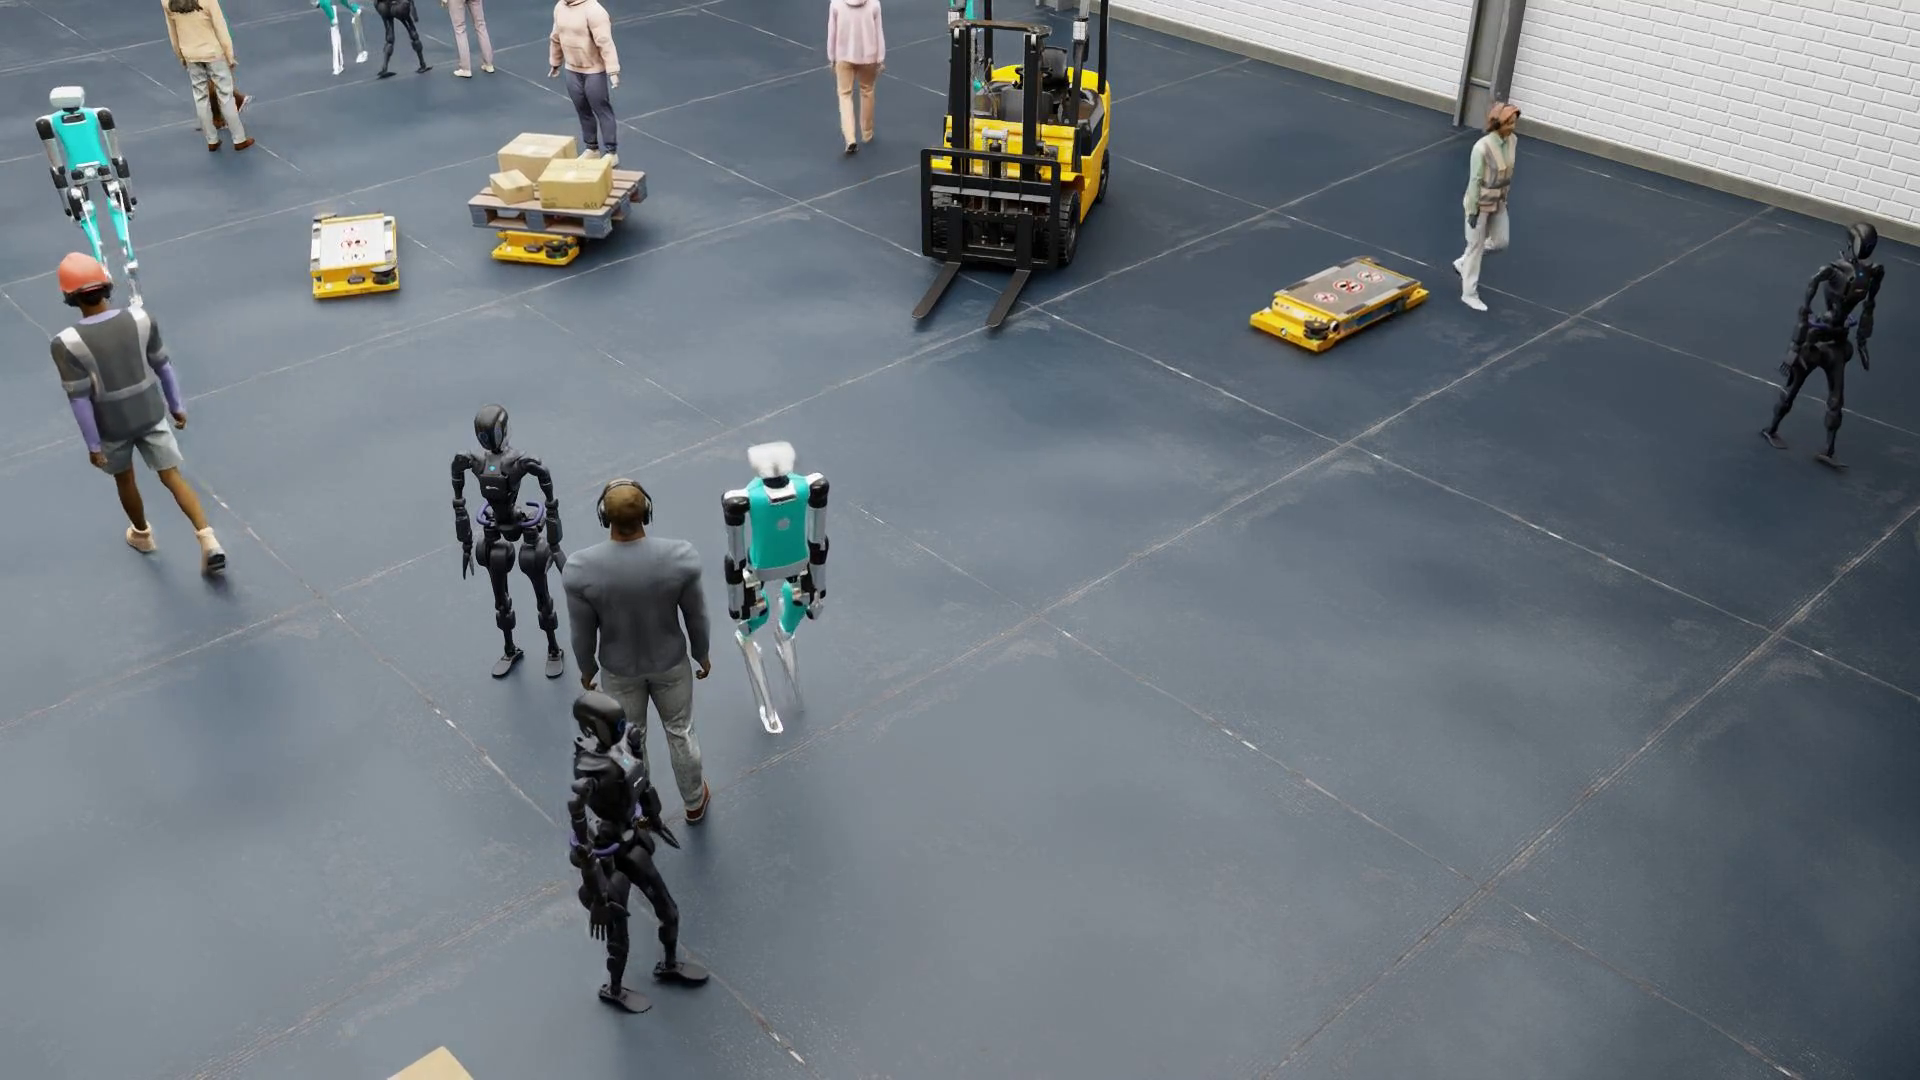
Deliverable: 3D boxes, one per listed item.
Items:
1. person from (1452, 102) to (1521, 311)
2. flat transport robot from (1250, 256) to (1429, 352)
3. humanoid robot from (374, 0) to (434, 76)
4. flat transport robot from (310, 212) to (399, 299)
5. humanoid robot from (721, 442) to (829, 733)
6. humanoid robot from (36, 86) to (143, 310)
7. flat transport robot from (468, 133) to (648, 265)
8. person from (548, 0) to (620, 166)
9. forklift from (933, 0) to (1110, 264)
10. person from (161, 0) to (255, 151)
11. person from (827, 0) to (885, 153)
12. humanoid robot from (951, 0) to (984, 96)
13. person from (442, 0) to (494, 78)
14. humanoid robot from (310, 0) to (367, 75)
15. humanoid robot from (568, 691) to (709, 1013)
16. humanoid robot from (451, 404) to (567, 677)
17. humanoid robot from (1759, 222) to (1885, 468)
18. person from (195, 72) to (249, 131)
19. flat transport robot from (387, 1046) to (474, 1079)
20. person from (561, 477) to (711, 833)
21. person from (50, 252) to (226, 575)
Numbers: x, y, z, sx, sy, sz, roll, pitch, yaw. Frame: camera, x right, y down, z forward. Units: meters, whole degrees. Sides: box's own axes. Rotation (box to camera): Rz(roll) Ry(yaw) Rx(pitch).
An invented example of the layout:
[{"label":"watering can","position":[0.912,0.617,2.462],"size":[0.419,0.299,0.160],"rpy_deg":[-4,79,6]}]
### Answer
[{"label":"person","position":[4.078,-2.599,12.919],"size":[0.528,1.628,0.406],"rpy_deg":[-23,40,-31]},{"label":"flat transport robot","position":[2.991,-1.864,13.038],"size":[1.431,0.231,0.659],"rpy_deg":[-26,41,-34]},{"label":"humanoid robot","position":[-6.095,-5.827,17.867],"size":[0.616,1.640,0.611],"rpy_deg":[17,37,24]},{"label":"flat transport robot","position":[-5.043,-2.402,13.865],"size":[0.659,0.231,1.431],"rpy_deg":[-9,34,-14]},{"label":"humanoid robot","position":[-0.983,0.237,8.505],"size":[0.542,1.836,0.674],"rpy_deg":[-14,36,-21]},{"label":"humanoid robot","position":[-6.540,-2.494,12.667],"size":[0.537,1.801,0.668],"rpy_deg":[-15,36,-22]},{"label":"flat transport robot","position":[-3.436,-2.752,14.403],"size":[0.659,0.231,1.431],"rpy_deg":[7,34,11]},{"label":"person","position":[-3.476,-4.401,15.487],"size":[0.820,1.855,0.434],"rpy_deg":[17,37,25]},{"label":"forklift","position":[0.570,-3.725,14.138],"size":[1.214,2.155,2.313],"rpy_deg":[9,34,13]},{"label":"person","position":[-7.180,-4.614,15.795],"size":[0.549,1.876,0.413],"rpy_deg":[-1,33,-1]},{"label":"person","position":[-0.979,-4.586,15.857],"size":[0.565,1.756,0.748],"rpy_deg":[-3,33,-5]},{"label":"humanoid robot","position":[0.220,-4.440,15.732],"size":[0.686,1.875,0.550],"rpy_deg":[2,33,2]},{"label":"person","position":[-5.336,-5.869,17.829],"size":[0.526,1.759,0.334],"rpy_deg":[-26,41,-34]},{"label":"humanoid robot","position":[-6.801,-6.032,18.115],"size":[0.549,1.789,0.878],"rpy_deg":[-1,33,-1]},{"label":"humanoid robot","position":[-1.353,1.315,6.858],"size":[0.497,1.648,0.595],"rpy_deg":[10,34,14]},{"label":"humanoid robot","position":[-2.370,0.017,8.843],"size":[0.599,1.657,0.315],"rpy_deg":[2,33,3]},{"label":"humanoid robot","position":[5.678,-1.258,10.830],"size":[0.600,1.635,0.692],"rpy_deg":[-6,34,-10]},{"label":"person","position":[-7.448,-4.905,16.282],"size":[0.474,1.829,0.537],"rpy_deg":[-8,34,-13]},{"label":"flat transport robot","position":[-2.075,2.811,5.852],"size":[0.659,0.231,1.431],"rpy_deg":[-28,42,-36]},{"label":"person","position":[-1.474,0.562,7.780],"size":[0.636,1.936,0.357],"rpy_deg":[-7,34,-11]},{"label":"person","position":[-4.792,-0.698,9.657],"size":[0.935,2.013,0.617],"rpy_deg":[26,41,34]}]
